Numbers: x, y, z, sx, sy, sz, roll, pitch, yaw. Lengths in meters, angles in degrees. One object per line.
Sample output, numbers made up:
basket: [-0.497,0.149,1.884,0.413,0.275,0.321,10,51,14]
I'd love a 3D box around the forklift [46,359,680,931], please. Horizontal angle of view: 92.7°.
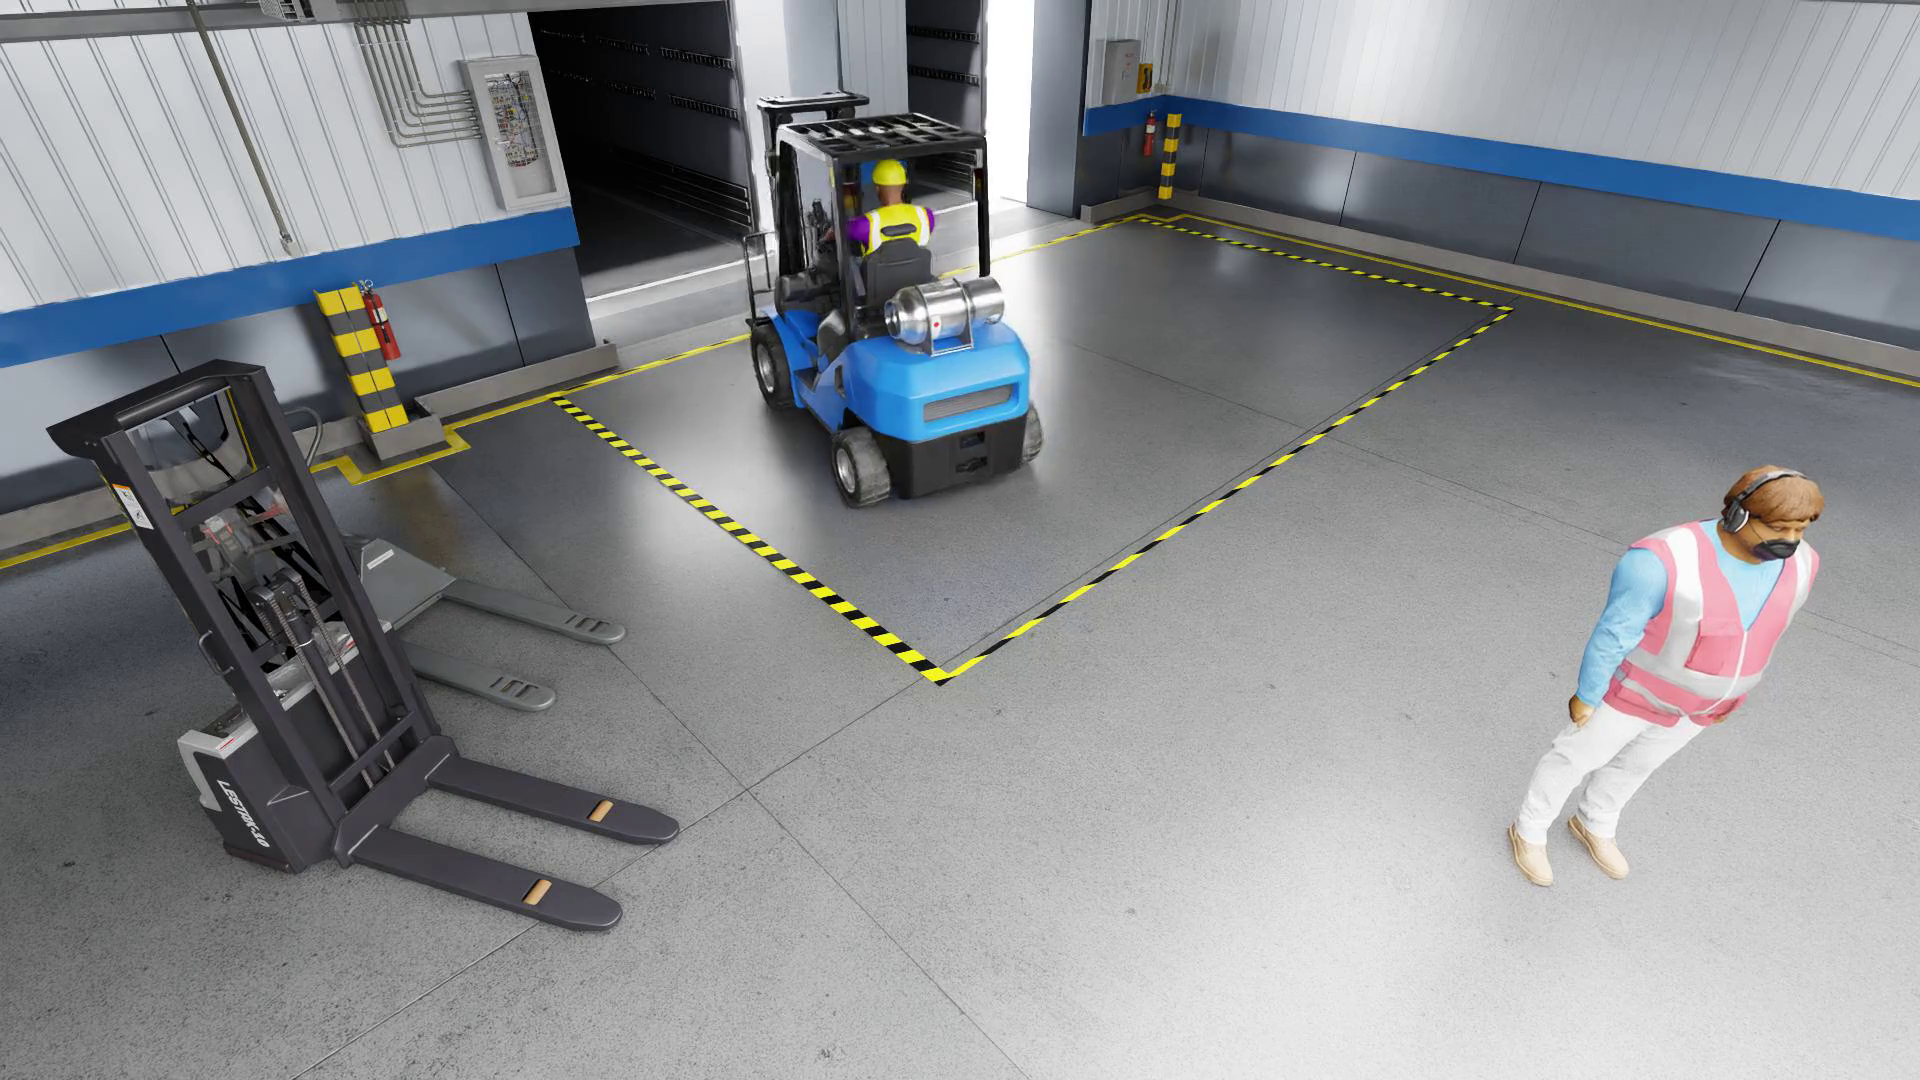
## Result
forklift: [-2.135,0.422,3.354,1.885,1.965,0.823,10,35,14]

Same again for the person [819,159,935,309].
person: [-0.582,-1.978,6.234,0.635,1.294,1.004,-17,38,-23]

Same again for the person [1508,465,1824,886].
person: [2.523,0.549,3.304,0.625,1.842,0.430,-1,34,-2]

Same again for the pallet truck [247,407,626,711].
pallet truck: [-2.628,0.038,4.590,1.601,1.201,0.680,12,36,18]

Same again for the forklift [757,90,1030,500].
forklift: [-0.560,-1.792,6.293,1.157,2.036,2.680,-17,38,-23]
